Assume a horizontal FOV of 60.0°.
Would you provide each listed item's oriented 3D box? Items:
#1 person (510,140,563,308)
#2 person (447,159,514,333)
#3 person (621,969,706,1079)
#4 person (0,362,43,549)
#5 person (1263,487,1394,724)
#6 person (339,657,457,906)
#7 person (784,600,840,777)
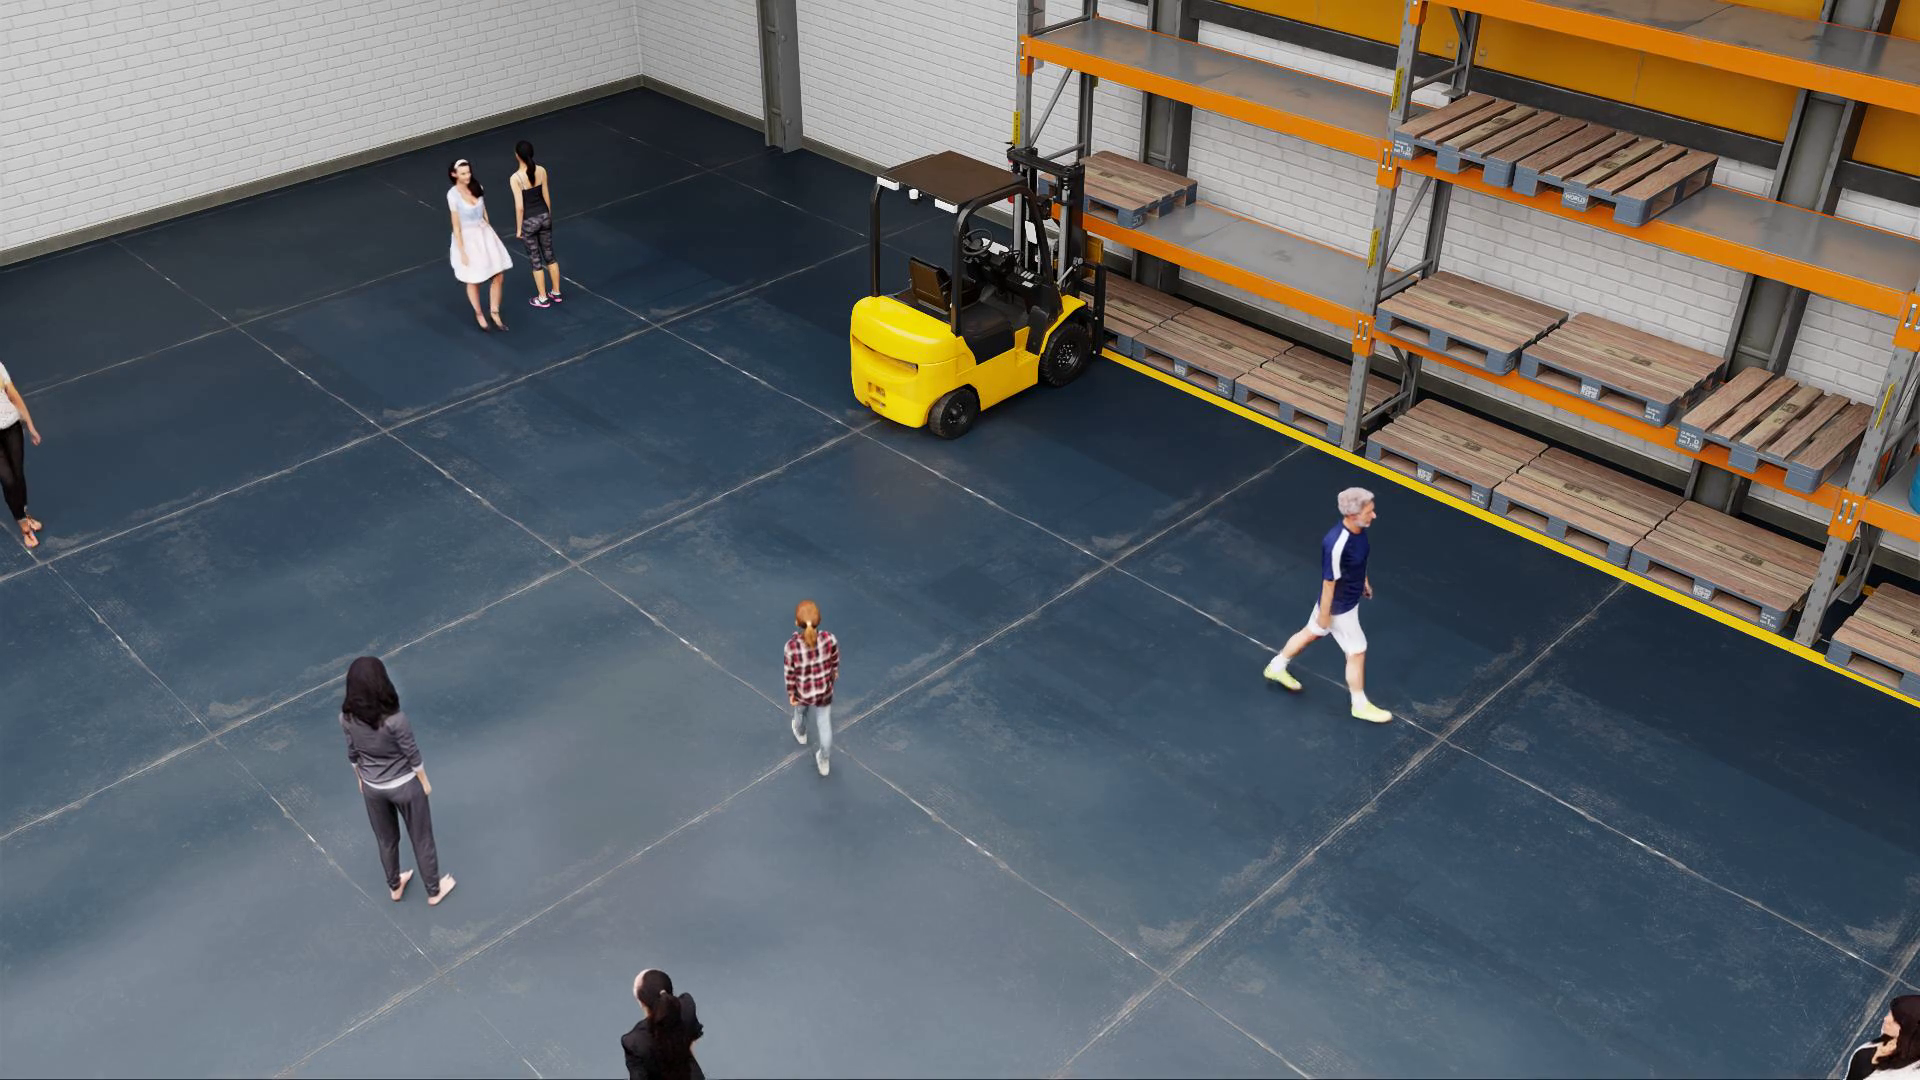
[{"bbox_3d":[-4.258,-3.175,16.693,0.529,1.730,0.559,28,43,35],"label":"person"},{"bbox_3d":[-4.768,-2.853,16.144,0.815,1.800,0.683,26,41,33],"label":"person"},{"bbox_3d":[-1.302,2.707,7.909,0.652,1.656,1.007,-25,41,-32],"label":"person"},{"bbox_3d":[-7.637,-0.863,13.141,0.793,1.810,0.663,22,40,30],"label":"person"},{"bbox_3d":[2.482,0.387,11.273,1.262,1.796,0.948,14,36,19],"label":"person"},{"bbox_3d":[-3.325,1.436,9.731,0.641,1.757,0.731,4,34,7],"label":"person"},{"bbox_3d":[-0.939,0.987,10.831,0.756,1.285,0.874,-7,34,-10],"label":"person"}]
